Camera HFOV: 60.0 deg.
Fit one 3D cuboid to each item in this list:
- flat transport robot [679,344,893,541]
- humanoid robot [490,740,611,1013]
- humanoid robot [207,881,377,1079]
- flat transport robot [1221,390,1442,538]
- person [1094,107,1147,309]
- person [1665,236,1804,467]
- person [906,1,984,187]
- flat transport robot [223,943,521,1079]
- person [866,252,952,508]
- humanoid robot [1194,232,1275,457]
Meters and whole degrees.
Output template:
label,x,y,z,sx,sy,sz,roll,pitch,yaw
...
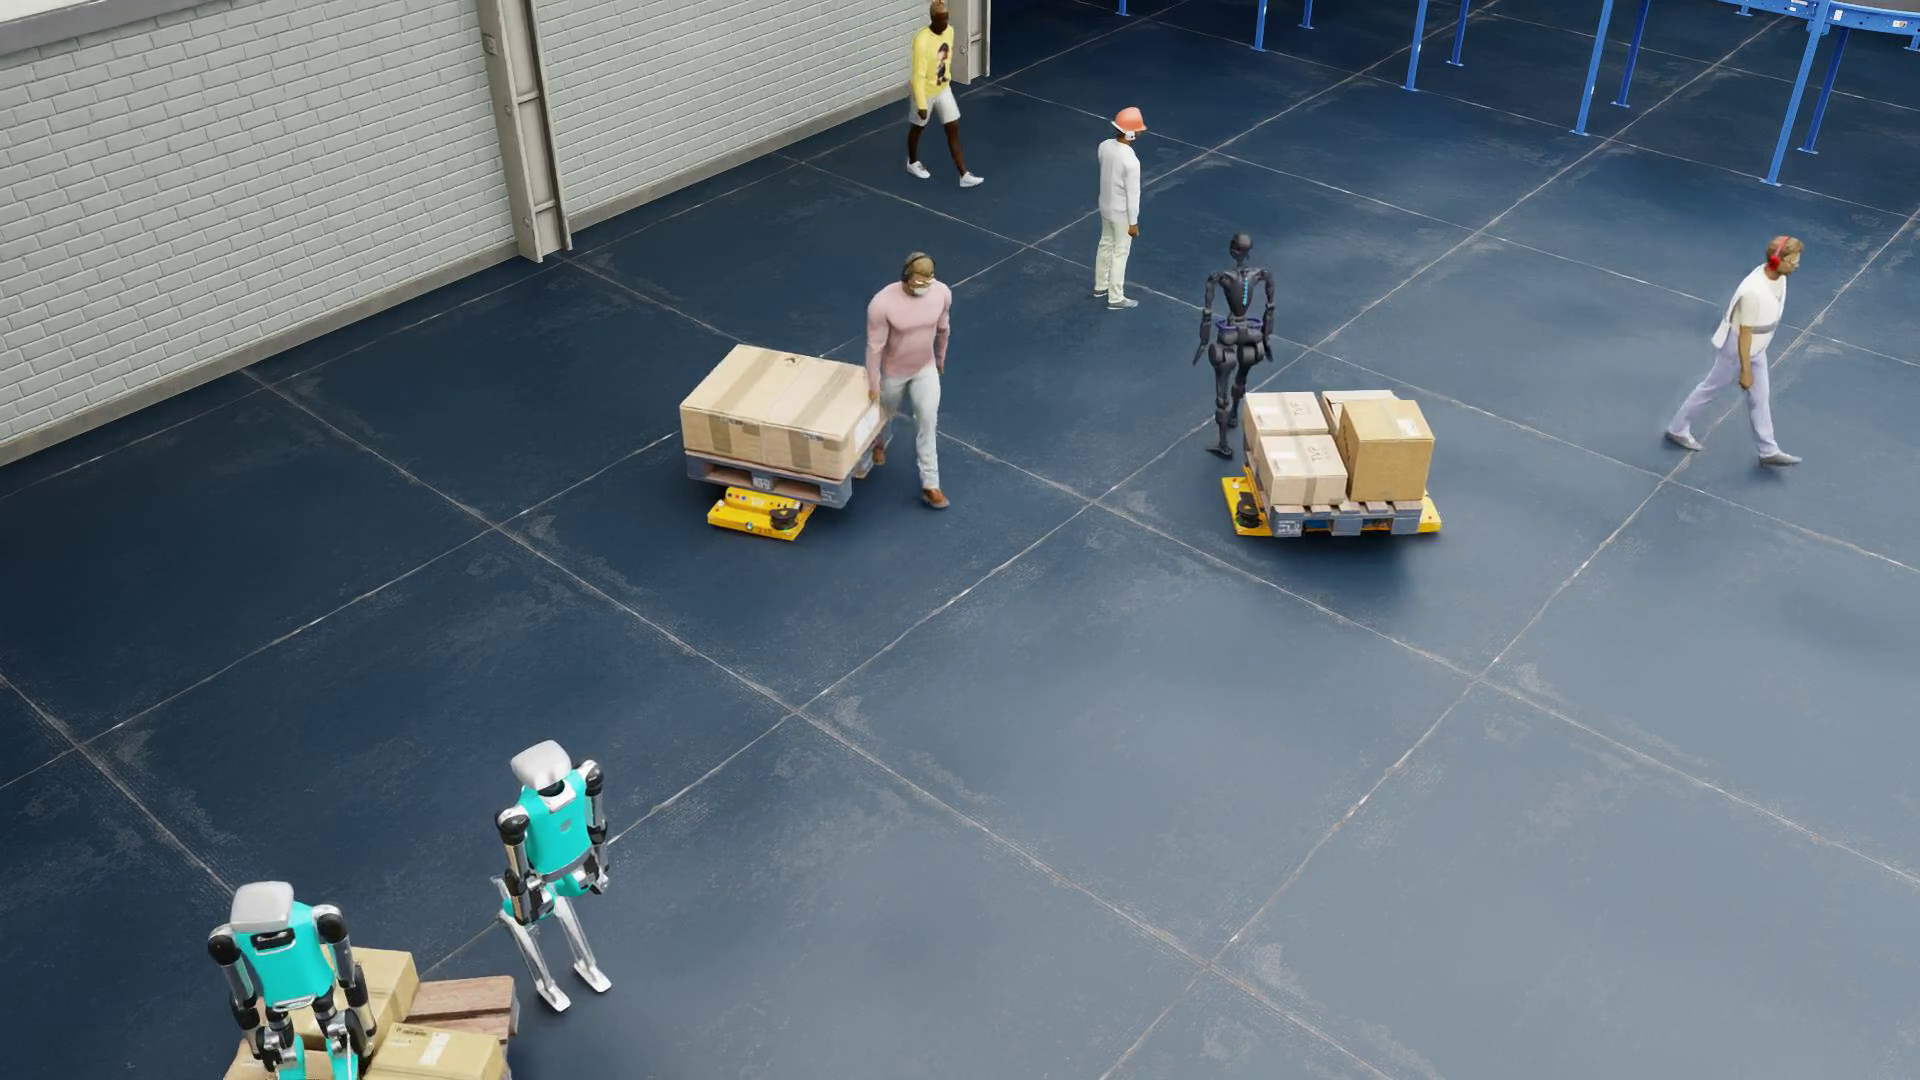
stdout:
label,x,y,z,sx,sy,sz,roll,pitch,yaw
flat transport robot,-1.235,-0.505,12.096,0.659,0.231,1.431,12,37,16
humanoid robot,-1.996,1.549,7.895,0.735,1.729,0.530,29,45,34
humanoid robot,-2.720,2.235,6.977,0.536,1.794,0.672,-9,36,-12
flat transport robot,2.625,-0.296,11.803,1.431,0.231,0.659,-1,35,-2
person,1.368,-2.806,14.055,0.344,1.743,0.566,-15,38,-20
person,5.712,-1.336,11.944,0.974,1.790,0.601,30,45,35
person,-0.212,-4.284,16.046,0.574,1.832,1.057,-28,44,-33
flat transport robot,-2.658,2.669,7.639,0.659,0.231,1.431,-4,36,-5
person,-0.377,-1.213,11.710,0.672,1.883,1.039,-15,38,-20
humanoid robot,2.040,-1.457,12.242,0.611,1.621,0.628,-7,36,-10
